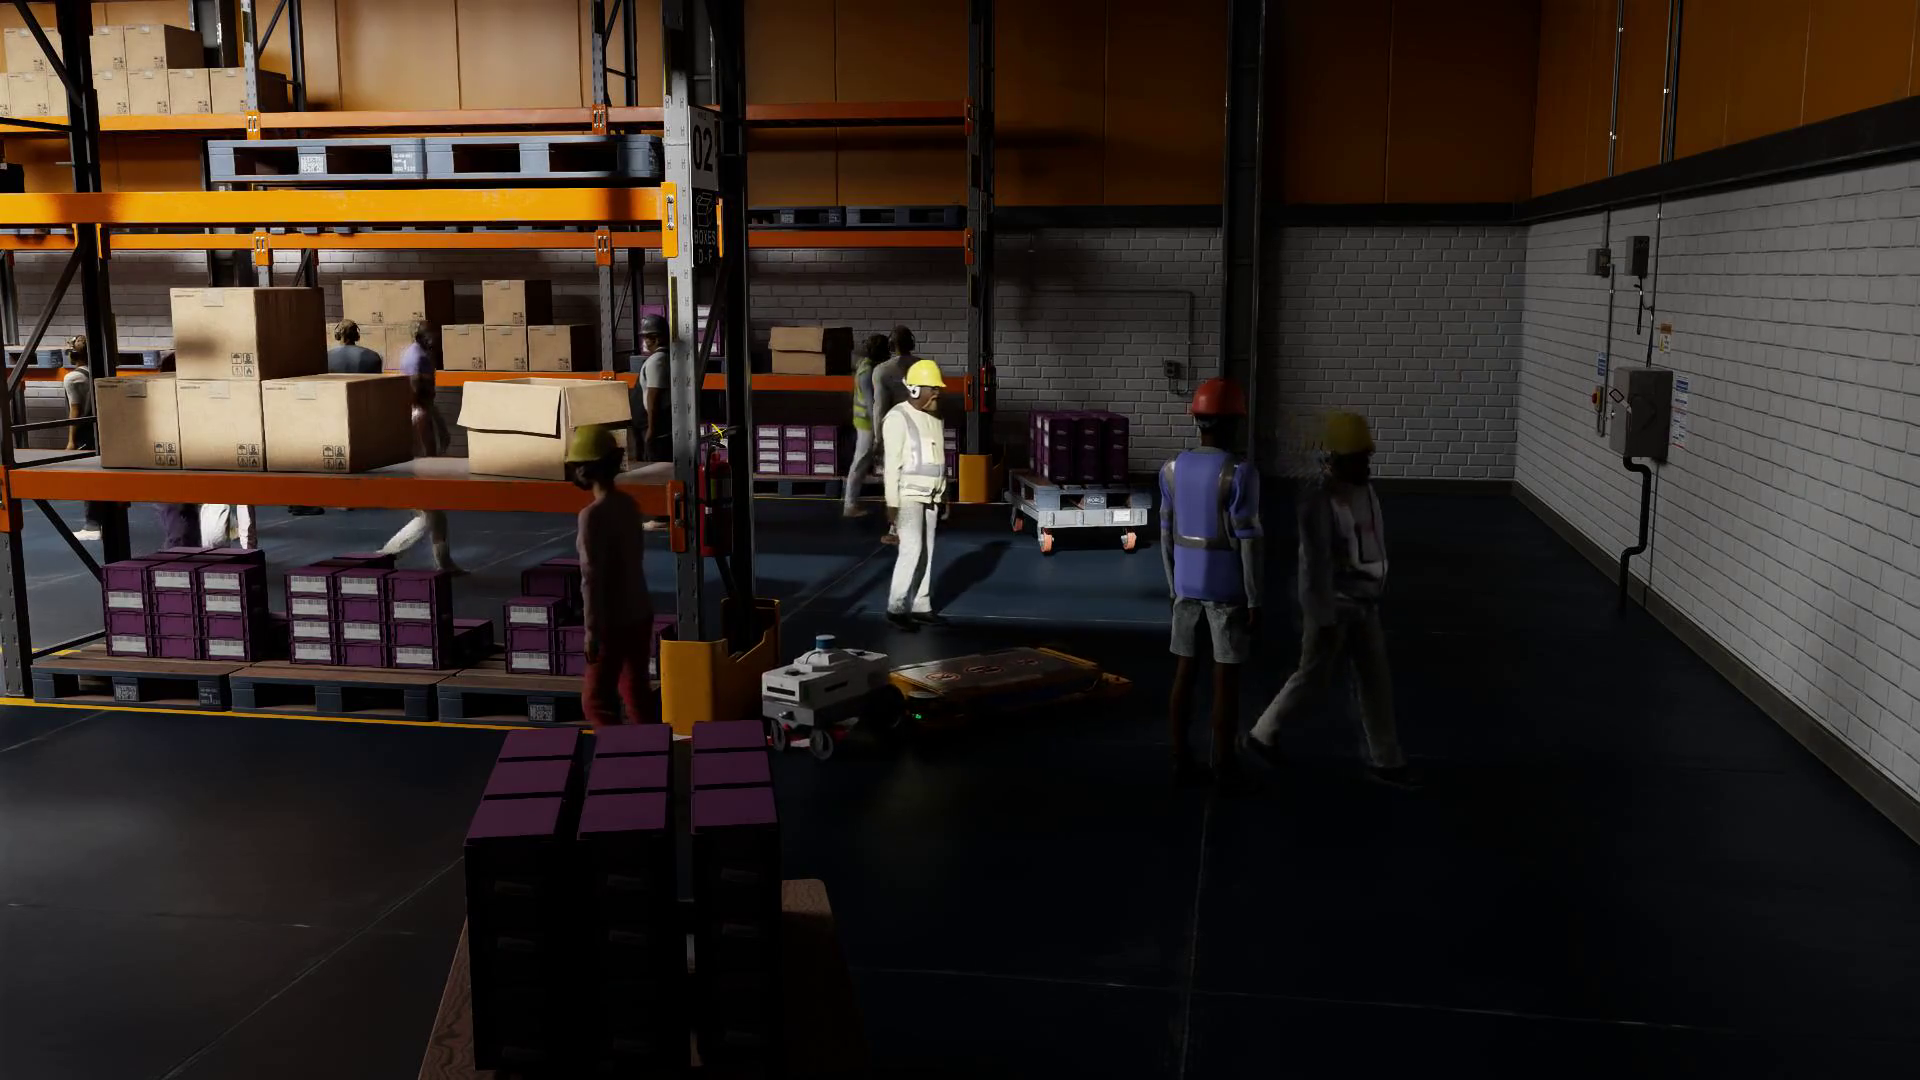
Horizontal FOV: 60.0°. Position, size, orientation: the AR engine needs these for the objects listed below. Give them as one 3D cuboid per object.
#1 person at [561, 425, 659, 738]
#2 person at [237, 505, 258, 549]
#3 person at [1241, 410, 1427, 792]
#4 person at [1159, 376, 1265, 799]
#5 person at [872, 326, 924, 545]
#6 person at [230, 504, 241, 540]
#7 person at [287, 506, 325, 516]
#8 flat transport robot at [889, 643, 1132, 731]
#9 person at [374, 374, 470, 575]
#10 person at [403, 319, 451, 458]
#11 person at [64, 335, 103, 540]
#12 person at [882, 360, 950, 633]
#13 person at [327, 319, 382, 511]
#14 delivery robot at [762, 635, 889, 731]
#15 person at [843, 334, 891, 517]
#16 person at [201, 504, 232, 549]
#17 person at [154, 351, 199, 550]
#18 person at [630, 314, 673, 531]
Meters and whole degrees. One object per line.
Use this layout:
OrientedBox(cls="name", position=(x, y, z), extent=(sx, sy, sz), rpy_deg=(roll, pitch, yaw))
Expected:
OrientedBox(cls="person", position=(-1.548, 0.364, 7.359), extent=(0.422, 1.740, 0.531), rpy_deg=(2, 9, 10))
OrientedBox(cls="person", position=(-5.964, -0.761, 13.539), extent=(0.611, 1.997, 0.375), rpy_deg=(-7, 11, -35))
OrientedBox(cls="person", position=(1.744, 0.272, 7.800), extent=(0.857, 1.790, 0.605), rpy_deg=(7, 12, 39))
OrientedBox(cls="person", position=(1.172, 0.216, 7.661), extent=(0.544, 1.939, 0.353), rpy_deg=(9, 13, 44))
OrientedBox(cls="person", position=(-0.498, -0.917, 14.702), extent=(0.629, 1.936, 0.372), rpy_deg=(-5, 11, -30))
OrientedBox(cls="person", position=(-6.627, -0.894, 15.036), extent=(0.922, 1.783, 0.674), rpy_deg=(9, 13, 43))
OrientedBox(cls="person", position=(-6.557, -1.213, 16.527), extent=(0.378, 1.939, 0.547), rpy_deg=(-5, 10, -27))
OrientedBox(cls="flat transport robot", position=(0.201, 0.798, 9.208), extent=(1.431, 0.197, 0.652), rpy_deg=(-6, 11, -34))
OrientedBox(cls="person", position=(-4.231, -0.485, 12.980), extent=(0.686, 1.617, 0.522), rpy_deg=(-4, 10, -25))
OrientedBox(cls="person", position=(-5.648, -1.380, 17.647), extent=(0.657, 1.908, 0.642), rpy_deg=(0, 9, -3))
OrientedBox(cls="person", position=(-7.860, -0.920, 14.996), extent=(0.345, 1.846, 0.506), rpy_deg=(1, 9, 8))
OrientedBox(cls="person", position=(-0.281, -0.297, 11.189), extent=(0.403, 1.823, 0.616), rpy_deg=(6, 11, 33))
OrientedBox(cls="person", position=(-6.139, -1.259, 16.809), extent=(0.627, 1.940, 0.372), rpy_deg=(-5, 10, -27))
OrientedBox(cls="delivery robot", position=(-0.683, 0.728, 8.474), extent=(0.477, 0.478, 0.707), rpy_deg=(7, 11, 35))
OrientedBox(cls="person", position=(-0.731, -1.100, 16.262), extent=(0.943, 1.794, 0.659), rpy_deg=(1, 9, 9))
OrientedBox(cls="person", position=(-5.802, -0.618, 13.007), extent=(0.342, 1.882, 0.579), rpy_deg=(-6, 11, -35))
OrientedBox(cls="person", position=(-5.347, -0.350, 11.376), extent=(0.392, 1.880, 0.679), rpy_deg=(-7, 11, -35))
OrientedBox(cls="person", position=(-2.823, -1.114, 15.593), extent=(0.535, 2.000, 0.686), rpy_deg=(1, 9, 9))
